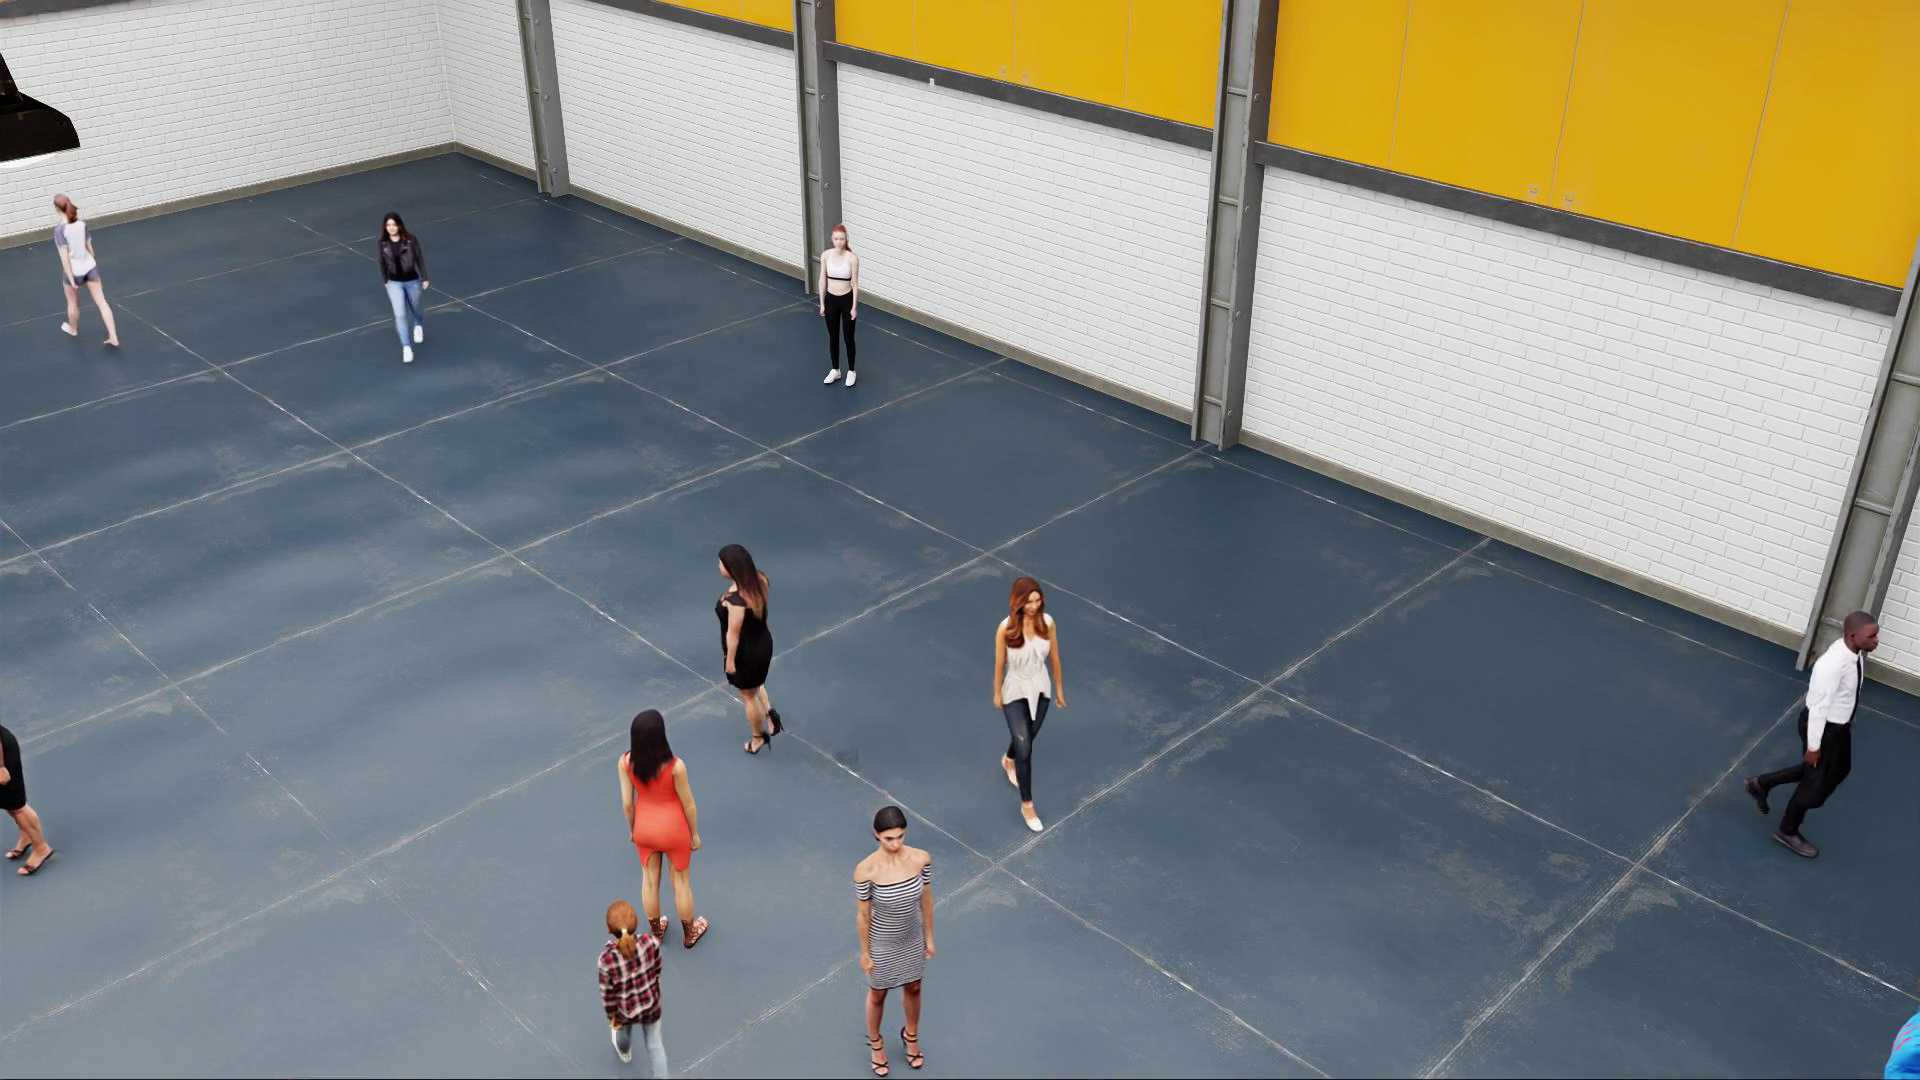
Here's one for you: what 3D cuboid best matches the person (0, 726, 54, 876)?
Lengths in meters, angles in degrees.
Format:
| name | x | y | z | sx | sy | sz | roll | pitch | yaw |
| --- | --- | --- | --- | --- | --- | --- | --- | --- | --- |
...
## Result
| name | x | y | z | sx | sy | sz | roll | pitch | yaw |
| --- | --- | --- | --- | --- | --- | --- | --- | --- | --- |
| person | -6.166 | 1.358 | 10.630 | 0.638 | 1.743 | 0.442 | -24 | 37 | -37 |

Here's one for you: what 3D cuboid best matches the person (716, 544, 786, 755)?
| name | x | y | z | sx | sy | sz | roll | pitch | yaw |
| --- | --- | --- | --- | --- | --- | --- | --- | --- | --- |
| person | -1.403 | 0.800 | 11.698 | 0.823 | 1.700 | 0.797 | 8 | 30 | 15 |

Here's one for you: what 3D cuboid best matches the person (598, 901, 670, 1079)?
| name | x | y | z | sx | sy | sz | roll | pitch | yaw |
| --- | --- | --- | --- | --- | --- | --- | --- | --- | --- |
| person | -1.724 | 2.529 | 8.974 | 0.698 | 1.272 | 0.962 | -14 | 32 | -24 |

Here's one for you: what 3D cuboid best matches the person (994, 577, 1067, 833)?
| name | x | y | z | sx | sy | sz | roll | pitch | yaw |
| --- | --- | --- | --- | --- | --- | --- | --- | --- | --- |
| person | 0.419 | 1.003 | 11.262 | 0.838 | 1.761 | 1.072 | -12 | 31 | -20 |

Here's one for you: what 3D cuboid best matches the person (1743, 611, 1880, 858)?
| name | x | y | z | sx | sy | sz | roll | pitch | yaw |
| --- | --- | --- | --- | --- | --- | --- | --- | --- | --- |
| person | 5.524 | 1.208 | 10.823 | 0.800 | 1.821 | 0.660 | 24 | 37 | 37 |

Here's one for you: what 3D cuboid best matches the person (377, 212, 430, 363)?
| name | x | y | z | sx | sy | sz | roll | pitch | yaw |
| --- | --- | --- | --- | --- | --- | --- | --- | --- | --- |
| person | -6.173 | -2.865 | 18.525 | 1.010 | 1.595 | 1.201 | -7 | 29 | -13 |

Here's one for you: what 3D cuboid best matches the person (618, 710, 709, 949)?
| name | x | y | z | sx | sy | sz | roll | pitch | yaw |
| --- | --- | --- | --- | --- | --- | --- | --- | --- | --- |
| person | -1.787 | 1.739 | 9.956 | 0.651 | 1.719 | 0.729 | 3 | 29 | 5 |

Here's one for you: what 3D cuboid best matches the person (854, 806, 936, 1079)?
| name | x | y | z | sx | sy | sz | roll | pitch | yaw |
| --- | --- | --- | --- | --- | --- | --- | --- | --- | --- |
| person | -0.356 | 2.180 | 9.045 | 0.650 | 1.817 | 0.641 | -12 | 31 | -20 |

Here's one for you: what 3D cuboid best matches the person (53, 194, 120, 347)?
| name | x | y | z | sx | sy | sz | roll | pitch | yaw |
| --- | --- | --- | --- | --- | --- | --- | --- | --- | --- |
| person | -9.752 | -2.957 | 18.570 | 1.179 | 1.714 | 0.753 | 17 | 33 | 28 |

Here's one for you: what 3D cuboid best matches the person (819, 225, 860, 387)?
| name | x | y | z | sx | sy | sz | roll | pitch | yaw |
| --- | --- | --- | --- | --- | --- | --- | --- | --- | --- |
| person | -1.270 | -2.502 | 17.709 | 0.619 | 1.740 | 0.728 | 8 | 30 | 14 |
